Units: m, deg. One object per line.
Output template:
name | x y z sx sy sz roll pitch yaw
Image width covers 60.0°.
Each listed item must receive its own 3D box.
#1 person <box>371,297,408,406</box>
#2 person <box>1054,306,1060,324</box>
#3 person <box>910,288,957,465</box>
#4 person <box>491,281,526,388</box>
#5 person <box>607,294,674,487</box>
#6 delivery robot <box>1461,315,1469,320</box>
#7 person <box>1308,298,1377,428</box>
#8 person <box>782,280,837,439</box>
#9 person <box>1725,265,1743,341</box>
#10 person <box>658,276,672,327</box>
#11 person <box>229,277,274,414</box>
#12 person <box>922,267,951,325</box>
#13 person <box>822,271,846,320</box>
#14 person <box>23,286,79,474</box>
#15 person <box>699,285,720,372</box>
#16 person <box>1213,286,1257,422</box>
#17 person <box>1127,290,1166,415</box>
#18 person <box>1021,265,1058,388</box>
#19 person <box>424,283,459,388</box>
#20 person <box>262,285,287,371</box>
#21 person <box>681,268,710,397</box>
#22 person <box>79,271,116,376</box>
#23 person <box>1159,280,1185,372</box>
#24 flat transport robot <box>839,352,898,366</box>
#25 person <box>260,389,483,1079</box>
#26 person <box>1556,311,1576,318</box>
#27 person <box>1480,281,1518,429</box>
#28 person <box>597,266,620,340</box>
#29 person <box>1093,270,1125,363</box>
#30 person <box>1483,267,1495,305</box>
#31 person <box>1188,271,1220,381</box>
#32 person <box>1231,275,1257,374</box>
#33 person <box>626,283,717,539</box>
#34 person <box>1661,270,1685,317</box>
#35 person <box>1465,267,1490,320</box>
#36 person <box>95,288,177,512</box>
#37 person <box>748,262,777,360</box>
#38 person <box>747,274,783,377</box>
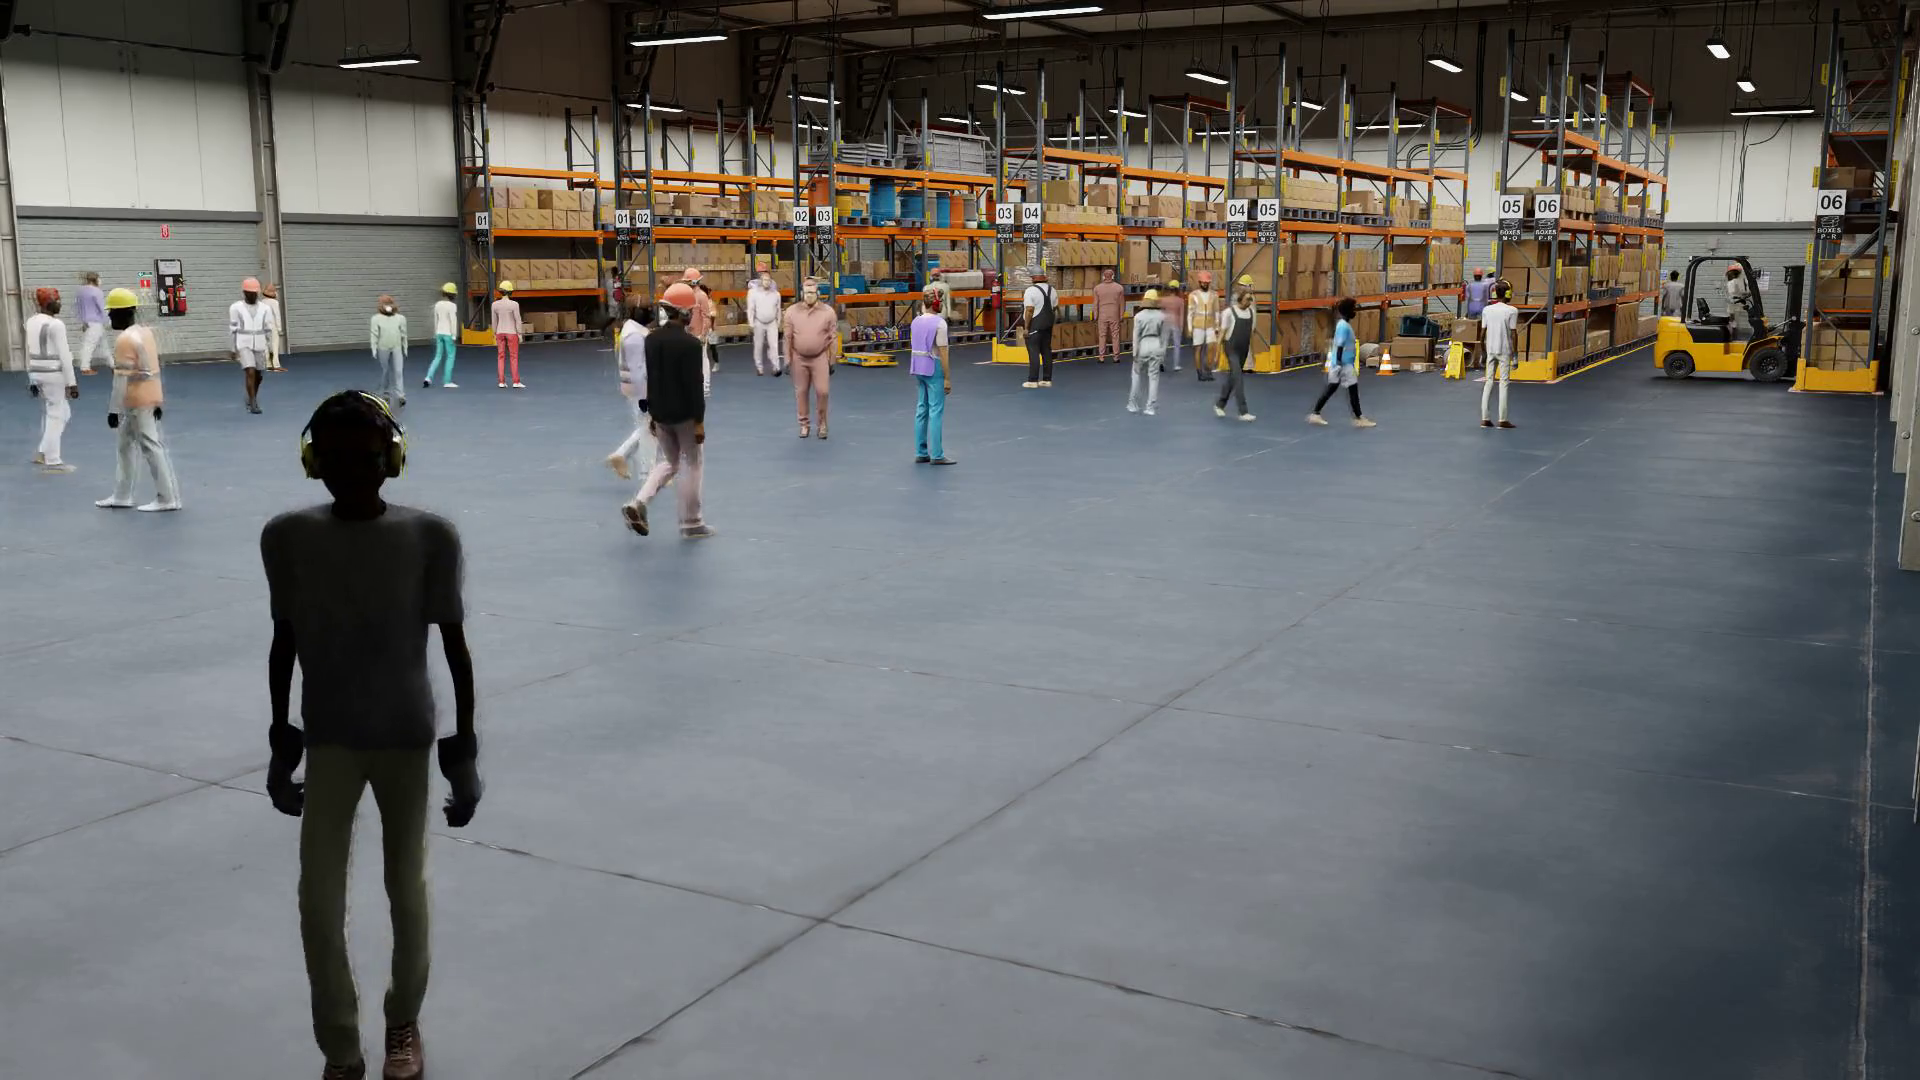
person | -8.339 -2.760 24.334 0.513 1.585 0.836 -4 10 -22
person | 3.015 -7.901 53.402 0.367 1.937 0.548 6 11 31
person | -0.304 -1.702 17.370 0.383 1.845 0.570 -8 12 -37
person | -7.463 -3.383 27.451 0.524 1.769 0.314 2 10 14
person | -3.021 -1.395 15.634 0.520 1.826 0.648 -2 10 -12
delivery robot | 13.876 -5.938 45.674 0.707 0.478 0.477 1 10 4
person | 4.854 -2.246 21.128 0.862 1.654 0.543 2 10 13
person | -1.796 -2.137 19.825 0.657 1.885 0.688 0 10 -3
person | 16.239 -4.777 34.973 0.476 1.987 0.793 8 12 38
person | -4.953 -3.510 27.973 1.018 1.830 0.597 -5 11 -27
person | -9.911 -2.724 23.231 0.554 1.905 0.845 -7 12 -36
person | -0.463 -4.645 34.330 0.625 1.953 0.909 -4 11 -23
person | -3.023 -5.626 40.431 0.629 1.812 0.651 5 11 27
person | -9.086 -1.594 16.666 0.574 1.870 0.431 7 12 36
person | -4.751 -3.911 30.890 0.538 1.647 0.904 4 10 21
person | 3.653 -2.490 22.175 0.547 1.794 0.944 -6 11 -30
person | 2.580 -2.604 23.059 0.489 1.705 0.785 -2 10 -12
person | 1.266 -3.554 27.646 0.688 2.000 0.536 -9 13 -42
person | -8.544 -3.370 27.467 0.572 1.737 0.602 7 12 35
person | -13.041 -4.012 31.518 0.501 1.633 0.289 6 11 32
person | -4.078 -3.194 25.684 0.392 1.991 0.612 -7 12 -34
person | -15.765 -3.972 30.529 0.641 1.891 0.997 9 13 41
person | 3.978 -4.048 31.431 0.531 1.736 0.804 5 11 25
flat transport robot | -1.833 -3.610 33.148 0.652 0.197 1.431 -5 11 -27
person | -1.485 0.550 4.184 0.555 1.844 0.700 -2 10 -11
person | 14.756 -5.674 40.453 0.651 1.906 0.401 3 10 17
person | 6.834 -2.343 21.070 0.313 1.865 0.528 -9 13 -42
person | -8.851 -6.026 42.408 0.824 1.945 0.605 -9 13 -44
person | 3.029 -4.546 33.869 0.639 1.902 0.407 1 10 4
person | 14.727 -6.631 46.134 0.657 1.878 0.545 0 10 0
person | 4.249 -3.699 28.857 0.579 1.912 0.750 0 10 -3
person | 5.252 -3.969 30.684 0.404 1.833 0.588 -6 12 -33
person | -2.190 -0.957 12.642 0.628 1.972 0.678 8 12 38
person | 17.310 -5.637 40.412 0.512 1.853 0.567 4 10 22
person | 11.847 -5.279 38.086 0.575 1.921 0.447 4 11 24
person | -7.089 -1.167 14.068 0.806 1.897 0.621 -2 10 -11
person | -4.143 -4.793 34.895 0.610 2.043 0.375 -1 10 -5
person | -3.510 -3.869 30.044 0.646 1.854 1.003 -3 10 -18
